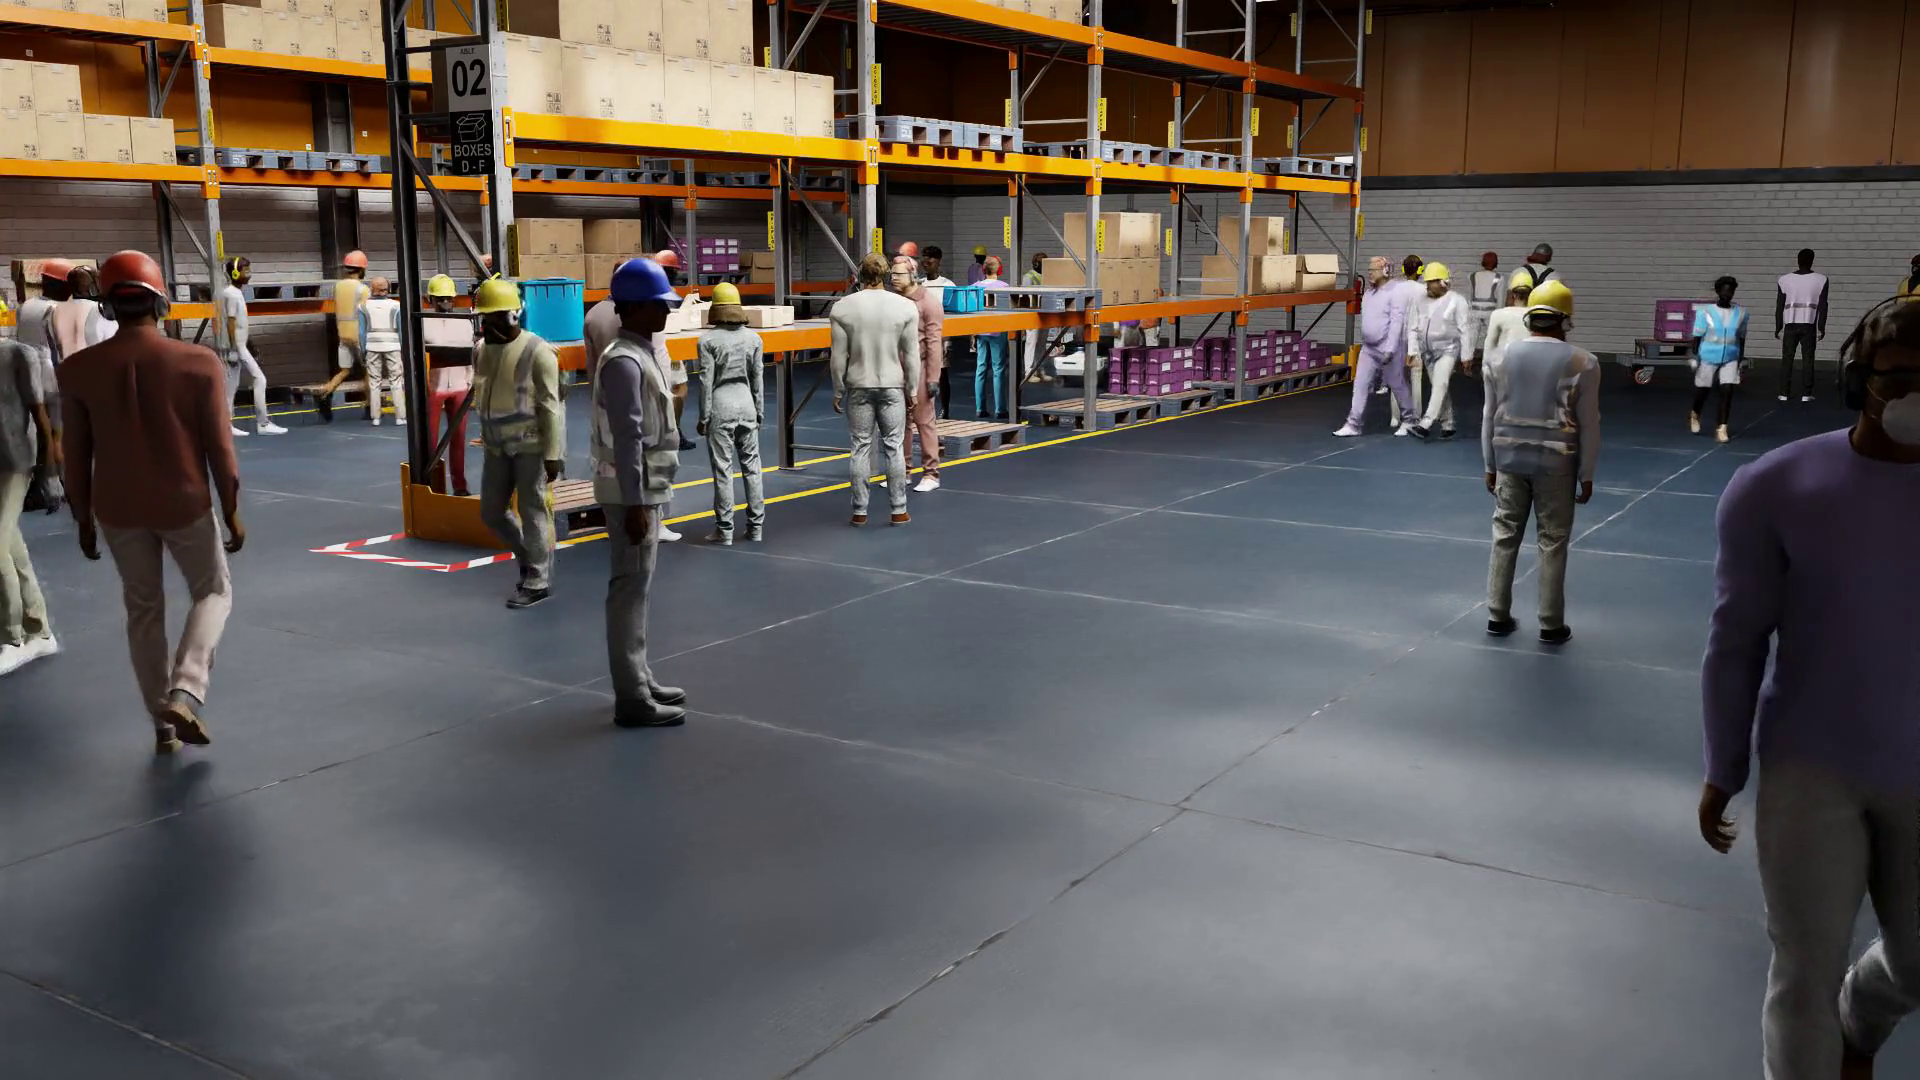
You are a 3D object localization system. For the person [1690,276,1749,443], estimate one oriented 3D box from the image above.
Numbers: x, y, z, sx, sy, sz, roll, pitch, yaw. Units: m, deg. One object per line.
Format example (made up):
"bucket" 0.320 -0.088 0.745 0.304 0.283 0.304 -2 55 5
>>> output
"person" 7.670 -1.845 16.853 0.536 1.670 0.721 1 10 8

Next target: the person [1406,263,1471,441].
"person" 4.713 -1.858 16.613 0.924 1.787 0.591 -7 13 -36

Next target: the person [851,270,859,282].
"person" -1.325 -2.745 22.027 0.527 1.627 0.485 8 13 37

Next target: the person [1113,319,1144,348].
"person" 2.185 -2.800 21.435 0.551 1.934 0.373 -10 14 -43

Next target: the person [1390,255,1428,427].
"person" 4.864 -2.143 17.999 0.520 1.865 0.328 7 13 35

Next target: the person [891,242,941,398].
"person" -0.664 -2.708 20.780 1.041 1.988 0.637 -9 14 -41

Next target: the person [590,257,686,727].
"person" -1.349 -0.203 7.011 0.403 1.948 0.605 -1 10 -5

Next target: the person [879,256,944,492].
"person" -0.428 -1.339 13.461 0.649 1.900 0.395 9 13 40

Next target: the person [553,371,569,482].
"person" -3.484 -1.288 13.879 0.514 1.640 0.310 4 11 21

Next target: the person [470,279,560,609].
"person" -2.445 -0.525 9.154 0.619 1.812 0.466 5 12 28

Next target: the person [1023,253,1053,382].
"person" 1.138 -3.182 23.817 0.429 1.841 0.634 7 13 35

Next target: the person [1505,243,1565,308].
"person" 7.313 -2.813 21.218 0.720 2.000 0.675 3 11 14

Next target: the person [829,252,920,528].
"person" -0.597 -1.050 11.728 0.631 1.938 0.362 0 10 1

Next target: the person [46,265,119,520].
"person" -6.184 -1.038 11.931 0.626 1.847 0.429 3 11 17

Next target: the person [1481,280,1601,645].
"person" 2.921 -0.388 8.397 0.589 1.823 0.405 8 13 37

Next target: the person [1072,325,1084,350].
"person" 2.298 -4.502 30.701 0.625 1.992 0.388 -4 11 -20

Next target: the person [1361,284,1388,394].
"person" 5.523 -2.753 22.004 0.275 1.636 0.507 -8 13 -37

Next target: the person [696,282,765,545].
"person" -1.540 -0.839 11.109 0.493 1.741 0.311 -8 13 -37

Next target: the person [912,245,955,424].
"person" -0.306 -2.195 17.997 0.612 1.965 0.362 9 13 40

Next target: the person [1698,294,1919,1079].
"person" 1.852 0.460 3.413 0.647 1.920 0.762 4 11 20

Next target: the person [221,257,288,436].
"person" -7.342 -1.983 17.178 0.788 1.834 0.542 -6 12 -29

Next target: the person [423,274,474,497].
"person" -3.943 -1.146 12.746 0.533 1.765 0.330 -9 14 -41

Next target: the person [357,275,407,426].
"person" -6.274 -2.052 18.113 0.518 1.637 0.314 -1 10 -7

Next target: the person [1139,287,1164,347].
"person" 2.529 -2.924 22.783 0.541 1.696 0.315 7 12 32

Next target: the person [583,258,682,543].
"person" -2.177 -0.921 11.124 0.636 1.903 0.404 5 11 26

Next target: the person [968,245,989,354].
"person" 0.349 -4.284 29.677 0.360 1.930 0.587 -5 11 -27

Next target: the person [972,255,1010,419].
"person" 0.357 -2.296 18.886 0.567 1.848 0.386 6 12 32

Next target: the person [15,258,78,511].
"person" -6.839 -1.181 12.628 0.601 1.876 0.824 6 12 29

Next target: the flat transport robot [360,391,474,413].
"flat transport robot" -6.320 -1.668 19.777 1.431 0.197 0.652 -7 12 -33

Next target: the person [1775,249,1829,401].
"person" 10.591 -2.702 20.960 0.588 1.914 0.392 6 12 30

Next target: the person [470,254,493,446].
"person" -4.578 -1.833 16.226 0.575 1.884 0.355 9 14 42

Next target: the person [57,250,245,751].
"person" -3.135 -0.124 6.466 0.642 1.980 0.520 -2 10 -12

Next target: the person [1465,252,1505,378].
"person" 7.701 -3.311 24.503 0.586 1.862 0.827 6 12 32

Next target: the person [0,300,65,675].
"person" -4.557 -0.289 7.765 0.553 1.843 0.719 3 11 14

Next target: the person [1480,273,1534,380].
"person" 5.084 -1.572 15.228 0.532 1.723 0.902 1 10 6

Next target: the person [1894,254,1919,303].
"person" 11.954 -2.649 20.855 0.429 1.847 0.627 -5 11 -24

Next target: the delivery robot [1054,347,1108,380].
"delivery robot" 1.655 -2.400 22.777 0.707 0.478 0.477 3 11 19

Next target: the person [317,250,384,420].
"person" -6.791 -2.256 18.495 0.555 1.914 0.790 4 11 19

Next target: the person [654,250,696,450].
"person" -2.823 -1.834 16.108 0.408 1.924 0.599 -7 12 -34

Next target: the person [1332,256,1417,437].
"person" 4.353 -1.981 17.127 0.980 1.865 0.651 -6 12 -29
